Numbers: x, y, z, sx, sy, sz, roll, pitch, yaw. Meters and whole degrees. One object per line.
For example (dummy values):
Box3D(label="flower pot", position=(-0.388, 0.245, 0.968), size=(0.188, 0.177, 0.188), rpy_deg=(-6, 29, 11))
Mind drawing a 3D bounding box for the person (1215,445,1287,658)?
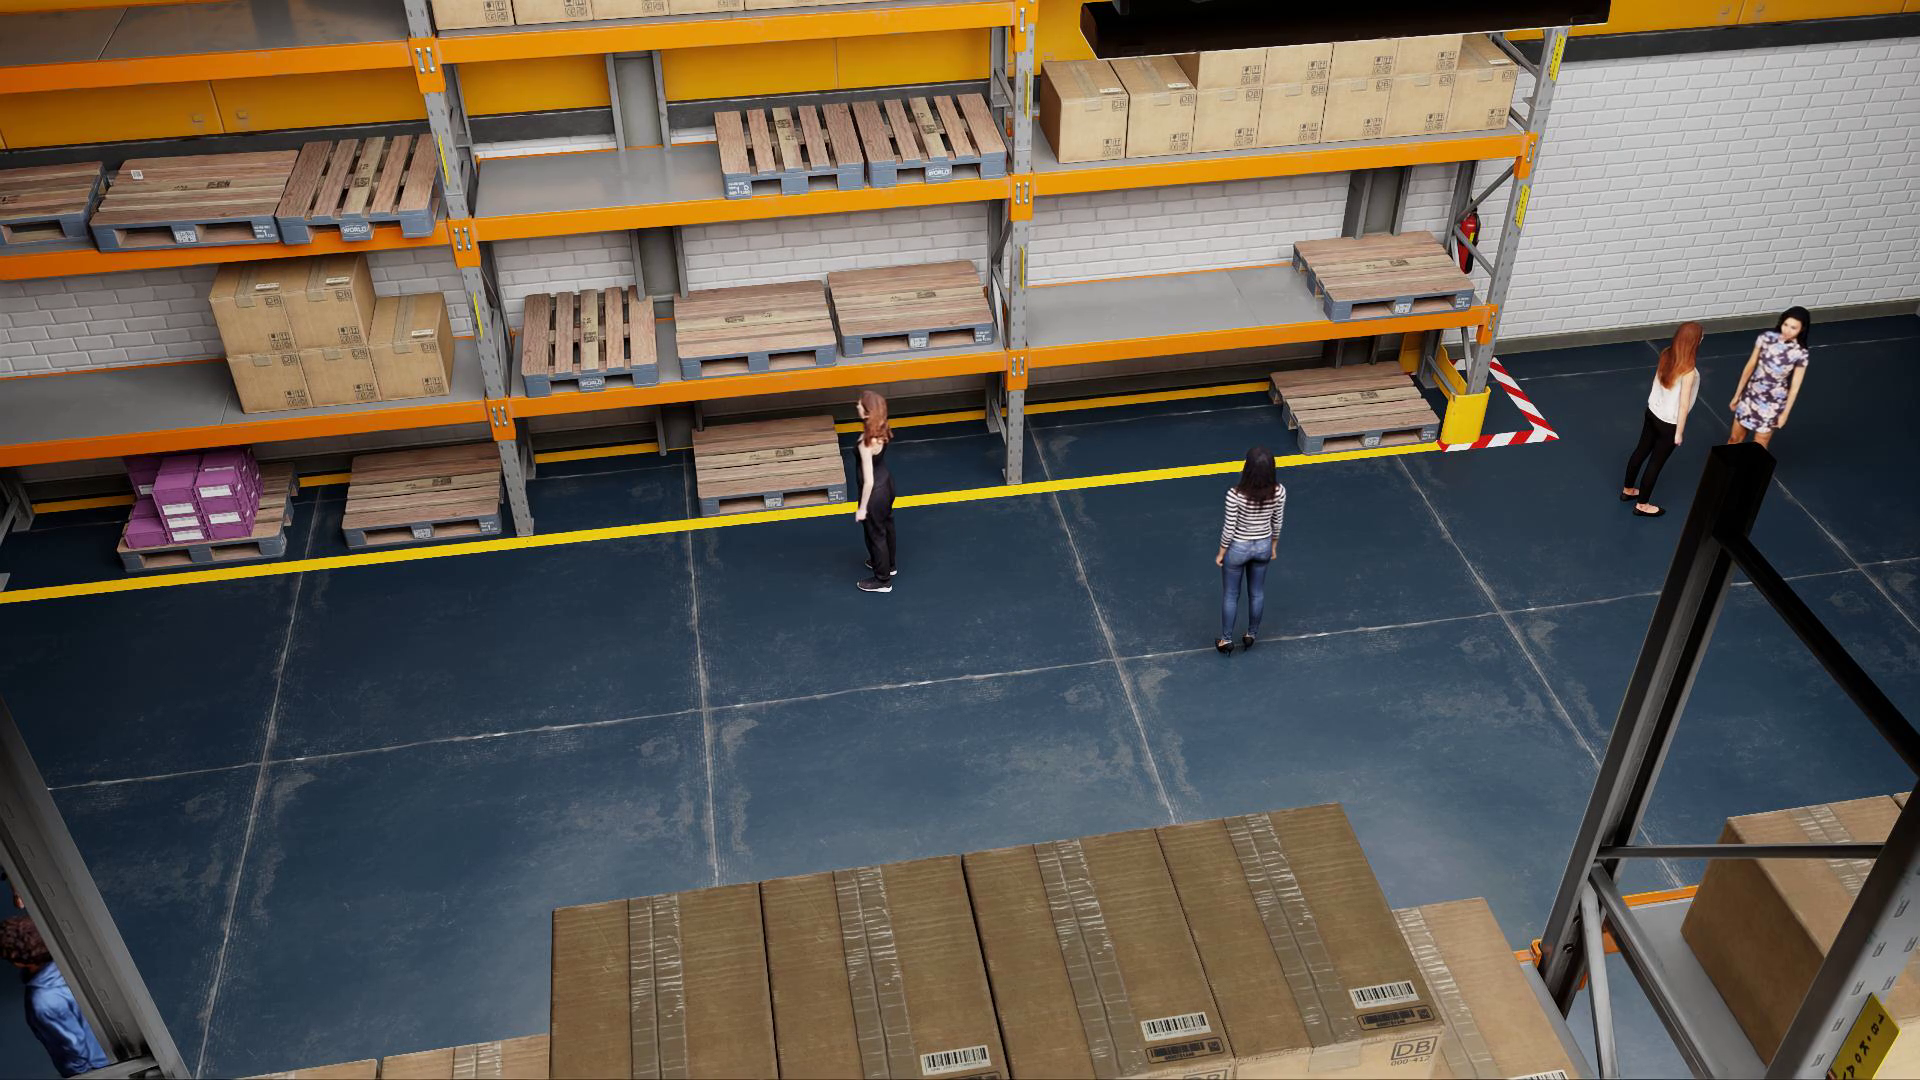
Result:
Box3D(label="person", position=(2.027, 0.091, 11.728), size=(0.411, 1.796, 0.646), rpy_deg=(-7, 39, -9))

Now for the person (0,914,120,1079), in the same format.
Box3D(label="person", position=(-4.552, 2.562, 8.624), size=(0.592, 1.809, 0.702), rpy_deg=(-11, 40, -13))

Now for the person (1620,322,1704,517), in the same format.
Box3D(label="person", position=(5.546, -0.962, 13.107), size=(0.492, 1.722, 0.567), rpy_deg=(-7, 39, -9))

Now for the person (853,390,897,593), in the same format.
Box3D(label="person", position=(-0.615, -0.367, 12.342), size=(0.646, 1.747, 0.656), rpy_deg=(9, 39, 11))

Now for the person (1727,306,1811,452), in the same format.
Box3D(label="person", position=(6.419, -1.103, 13.275), size=(0.674, 1.732, 0.668), rpy_deg=(-27, 46, -30))
